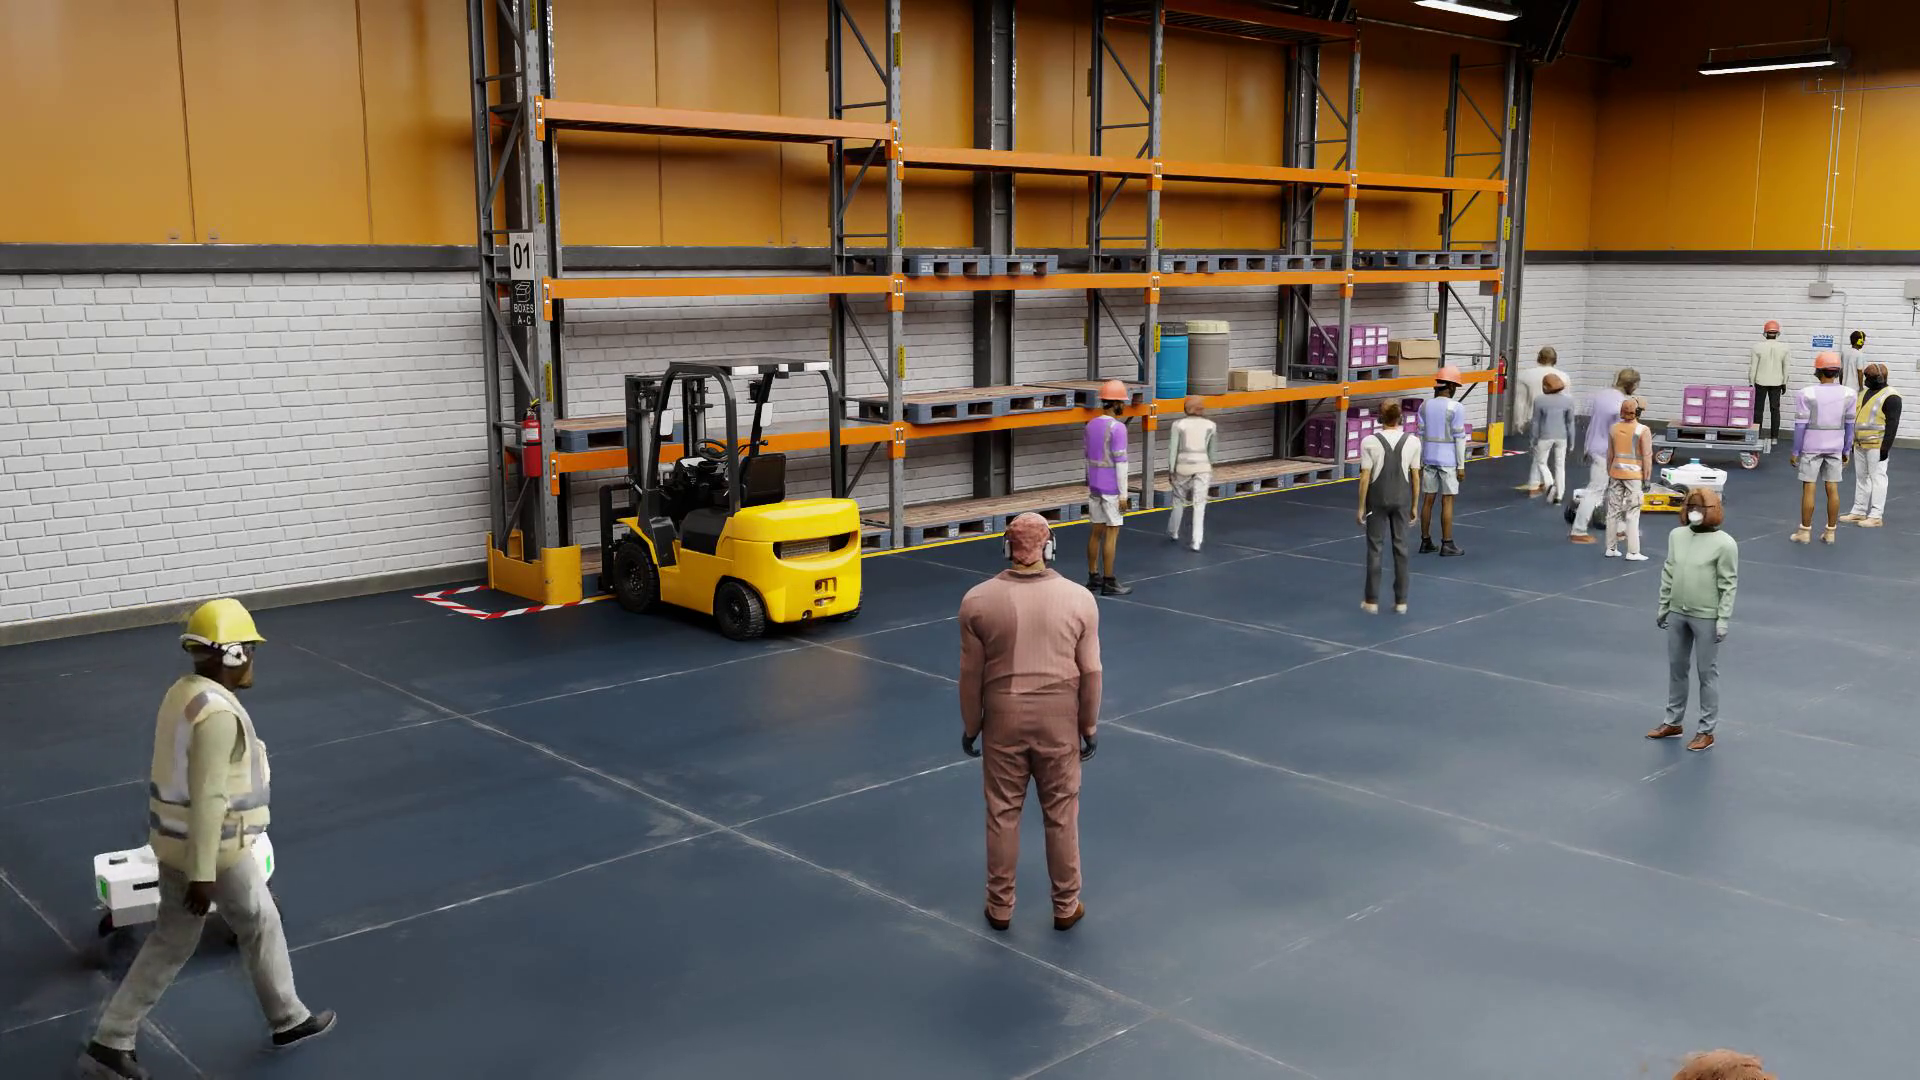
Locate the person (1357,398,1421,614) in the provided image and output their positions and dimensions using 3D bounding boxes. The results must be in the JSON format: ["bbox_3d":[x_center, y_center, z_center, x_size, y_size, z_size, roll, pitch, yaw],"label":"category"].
[{"bbox_3d":[3.635,-0.285,14.118,0.514,1.843,0.327,0,10,2],"label":"person"}]

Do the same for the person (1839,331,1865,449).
[{"bbox_3d":[14.065,-2.358,26.204,0.329,1.866,0.514,-2,10,-10],"label":"person"}]

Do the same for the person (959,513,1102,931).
[{"bbox_3d":[0.316,0.821,7.487,0.639,1.902,0.407,1,10,4],"label":"person"}]

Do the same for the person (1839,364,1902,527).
[{"bbox_3d":[10.258,-1.067,18.729,0.429,1.838,0.621,-1,10,-5],"label":"person"}]

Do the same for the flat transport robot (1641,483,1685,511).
[{"bbox_3d":[8.271,-0.545,20.244,0.652,0.197,1.431,1,10,5],"label":"flat transport robot"}]

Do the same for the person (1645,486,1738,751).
[{"bbox_3d":[4.539,0.475,10.288,0.280,1.633,0.507,-5,11,-27],"label":"person"}]

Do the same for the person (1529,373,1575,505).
[{"bbox_3d":[7.207,-1.211,20.175,0.552,1.621,0.482,0,10,1],"label":"person"}]

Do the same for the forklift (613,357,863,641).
[{"bbox_3d":[-1.847,-0.414,13.852,1.214,2.155,2.313,-9,13,-42],"label":"forklift"}]

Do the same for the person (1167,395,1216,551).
[{"bbox_3d":[2.396,-0.708,17.329,0.509,1.592,0.881,0,10,-3],"label":"person"}]

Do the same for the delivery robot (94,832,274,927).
[{"bbox_3d":[-3.417,1.470,7.329,0.707,0.478,0.477,-6,11,-28],"label":"delivery robot"}]

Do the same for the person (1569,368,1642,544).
[{"bbox_3d":[6.875,-0.864,17.428,0.930,1.872,0.691,0,10,-1],"label":"person"}]

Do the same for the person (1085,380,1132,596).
[{"bbox_3d":[1.357,-0.465,14.956,0.414,1.930,0.550,-6,11,-31],"label":"person"}]

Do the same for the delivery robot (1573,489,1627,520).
[{"bbox_3d":[7.256,-0.472,18.714,0.707,0.478,0.477,-5,11,-26],"label":"delivery robot"}]

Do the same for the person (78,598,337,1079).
[{"bbox_3d":[-2.838,1.117,6.151,0.885,1.775,0.629,-9,13,-42],"label":"person"}]

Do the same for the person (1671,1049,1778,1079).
[{"bbox_3d":[1.419,1.715,3.120,0.801,1.594,0.516,-2,10,-9],"label":"person"}]

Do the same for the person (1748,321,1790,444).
[{"bbox_3d":[13.051,-2.536,26.863,0.612,1.995,0.376,2,10,9],"label":"person"}]

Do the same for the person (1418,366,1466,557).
[{"bbox_3d":[4.904,-0.798,16.880,0.371,1.928,0.543,-7,12,-37],"label":"person"}]

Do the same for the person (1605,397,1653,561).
[{"bbox_3d":[6.677,-0.609,16.619,0.308,1.640,0.510,-6,11,-30],"label":"person"}]

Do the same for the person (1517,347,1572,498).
[{"bbox_3d":[7.458,-1.505,21.142,0.645,1.882,1.016,9,13,43],"label":"person"}]

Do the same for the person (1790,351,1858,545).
[{"bbox_3d":[9.066,-0.965,17.511,0.607,2.048,0.369,1,10,5],"label":"person"}]

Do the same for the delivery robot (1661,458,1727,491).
[{"bbox_3d":[8.988,-0.756,20.375,0.707,0.478,0.477,1,10,5],"label":"delivery robot"}]
